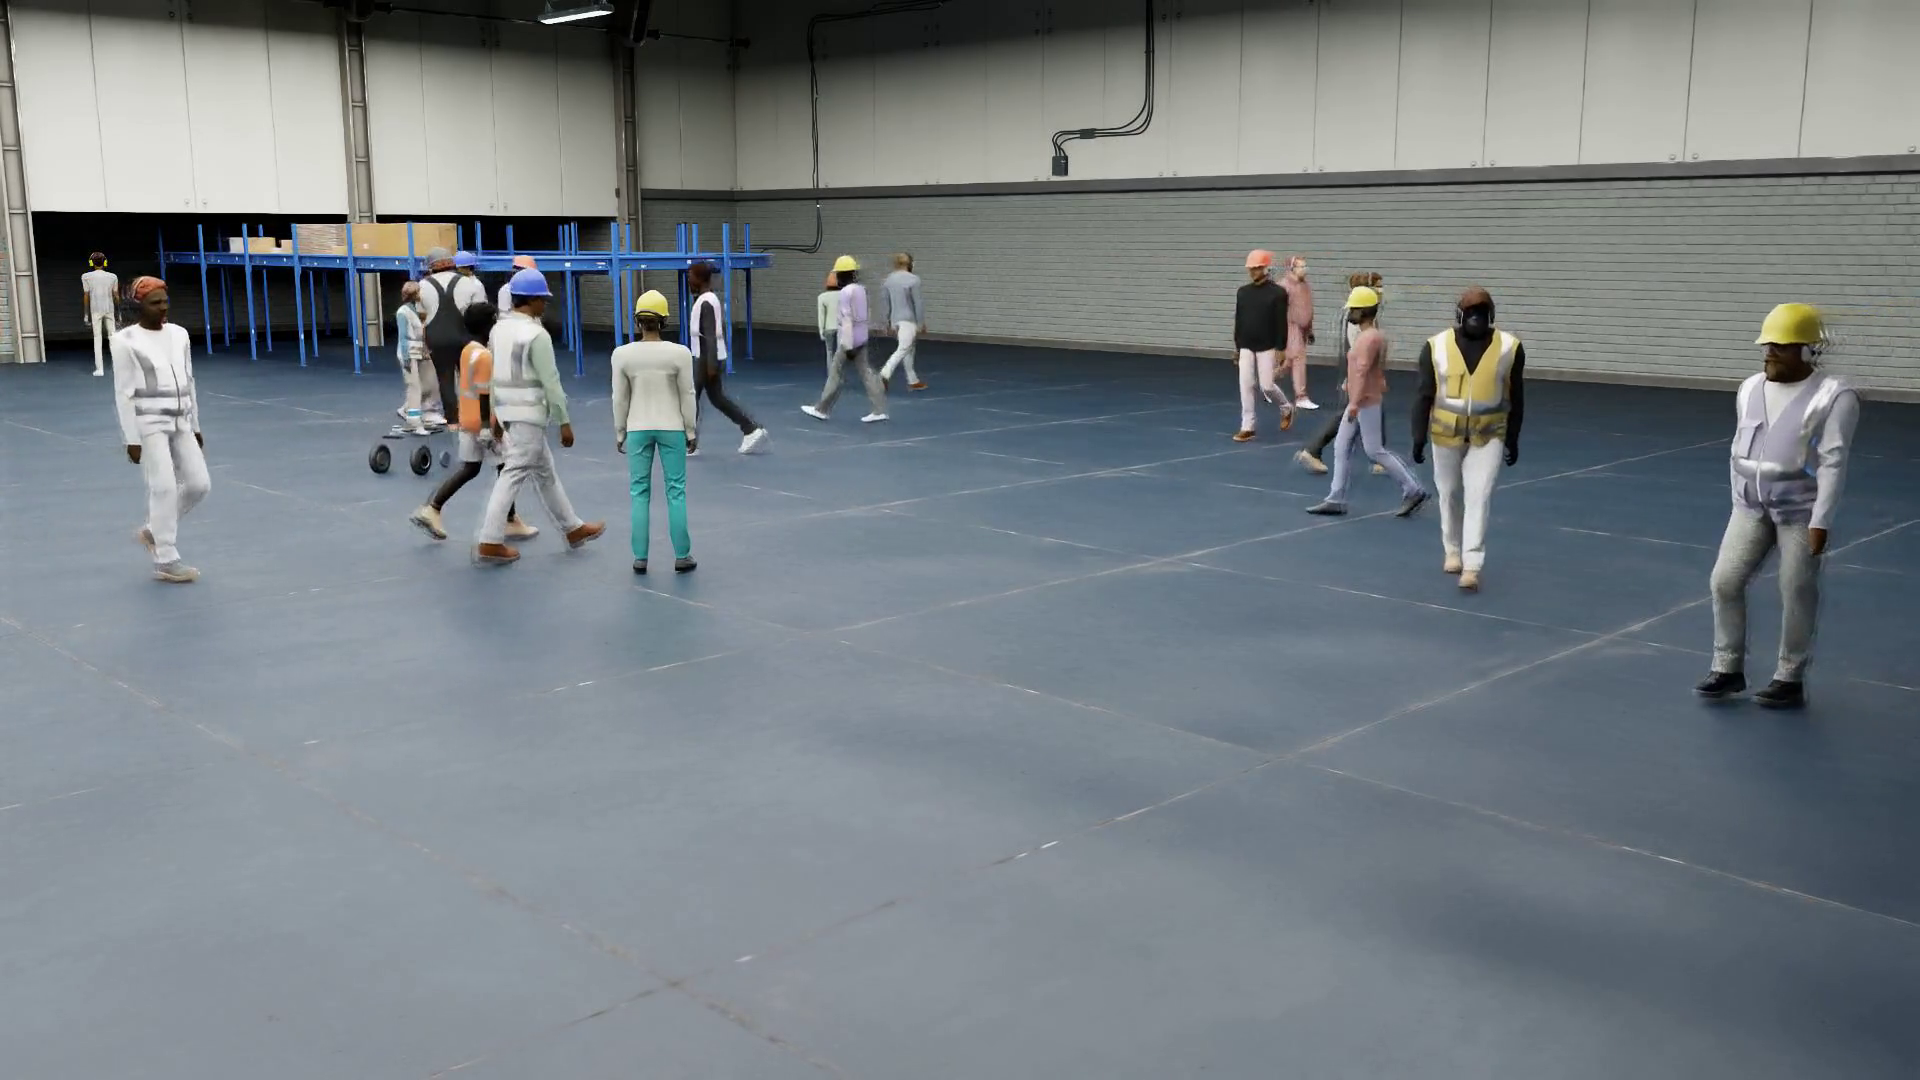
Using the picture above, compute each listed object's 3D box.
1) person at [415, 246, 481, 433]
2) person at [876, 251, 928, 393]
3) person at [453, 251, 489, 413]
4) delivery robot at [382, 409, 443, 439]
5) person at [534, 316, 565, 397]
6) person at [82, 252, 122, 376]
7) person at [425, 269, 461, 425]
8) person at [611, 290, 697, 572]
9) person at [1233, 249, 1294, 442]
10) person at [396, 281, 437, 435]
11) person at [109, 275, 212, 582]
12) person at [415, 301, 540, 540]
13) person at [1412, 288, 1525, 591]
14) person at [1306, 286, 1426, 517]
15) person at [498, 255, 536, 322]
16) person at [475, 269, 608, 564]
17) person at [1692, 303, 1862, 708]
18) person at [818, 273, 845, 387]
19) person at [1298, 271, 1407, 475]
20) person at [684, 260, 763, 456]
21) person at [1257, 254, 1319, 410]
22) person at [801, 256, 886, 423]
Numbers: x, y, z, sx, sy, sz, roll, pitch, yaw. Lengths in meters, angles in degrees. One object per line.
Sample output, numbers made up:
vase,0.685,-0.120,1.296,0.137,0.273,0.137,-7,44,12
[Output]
person,-5.476,-2.150,17.866,0.703,2.000,0.544,-3,11,-15
person,-0.809,-2.945,22.489,0.943,1.907,0.631,-9,14,-40
person,-5.710,-2.374,19.271,0.660,1.921,0.635,-5,12,-27
delivery robot,-4.950,-1.065,15.043,0.335,0.223,0.698,3,11,14
person,-4.821,-2.149,18.885,0.551,1.616,0.531,-5,12,-26
person,-12.995,-3.421,25.193,0.520,1.861,0.318,-8,13,-36
person,-5.701,-2.227,18.611,0.773,1.877,0.653,2,11,13
person,-1.914,-0.677,10.472,0.523,1.769,0.313,0,10,-2
person,3.144,-2.020,17.233,0.694,1.971,0.622,-10,14,-43
person,-5.826,-1.931,17.691,0.399,1.628,0.537,2,11,10
person,-4.904,-0.683,10.222,0.458,1.865,0.600,4,11,19
person,-3.376,-0.809,11.480,0.794,1.667,0.534,-6,12,-31
person,3.098,-0.637,10.189,0.644,1.795,0.952,4,11,19
person,3.104,-1.036,12.510,0.831,1.738,0.522,1,10,6
person,-4.855,-2.175,18.306,0.522,1.888,0.574,2,10,8
person,-2.776,-0.814,10.877,1.012,1.890,0.644,-9,14,-40
person,3.606,-0.134,7.394,0.613,1.812,0.596,-6,12,-31
person,-1.746,-2.964,23.427,0.501,1.592,0.862,0,10,-1
person,3.481,-1.469,14.716,0.940,1.816,0.510,2,11,9
person,-2.401,-1.750,16.086,0.933,1.859,0.603,-1,10,-7
person,4.068,-2.578,20.533,0.849,1.884,0.636,8,13,36
person,-1.290,-2.272,18.877,1.000,1.873,0.598,4,11,22
